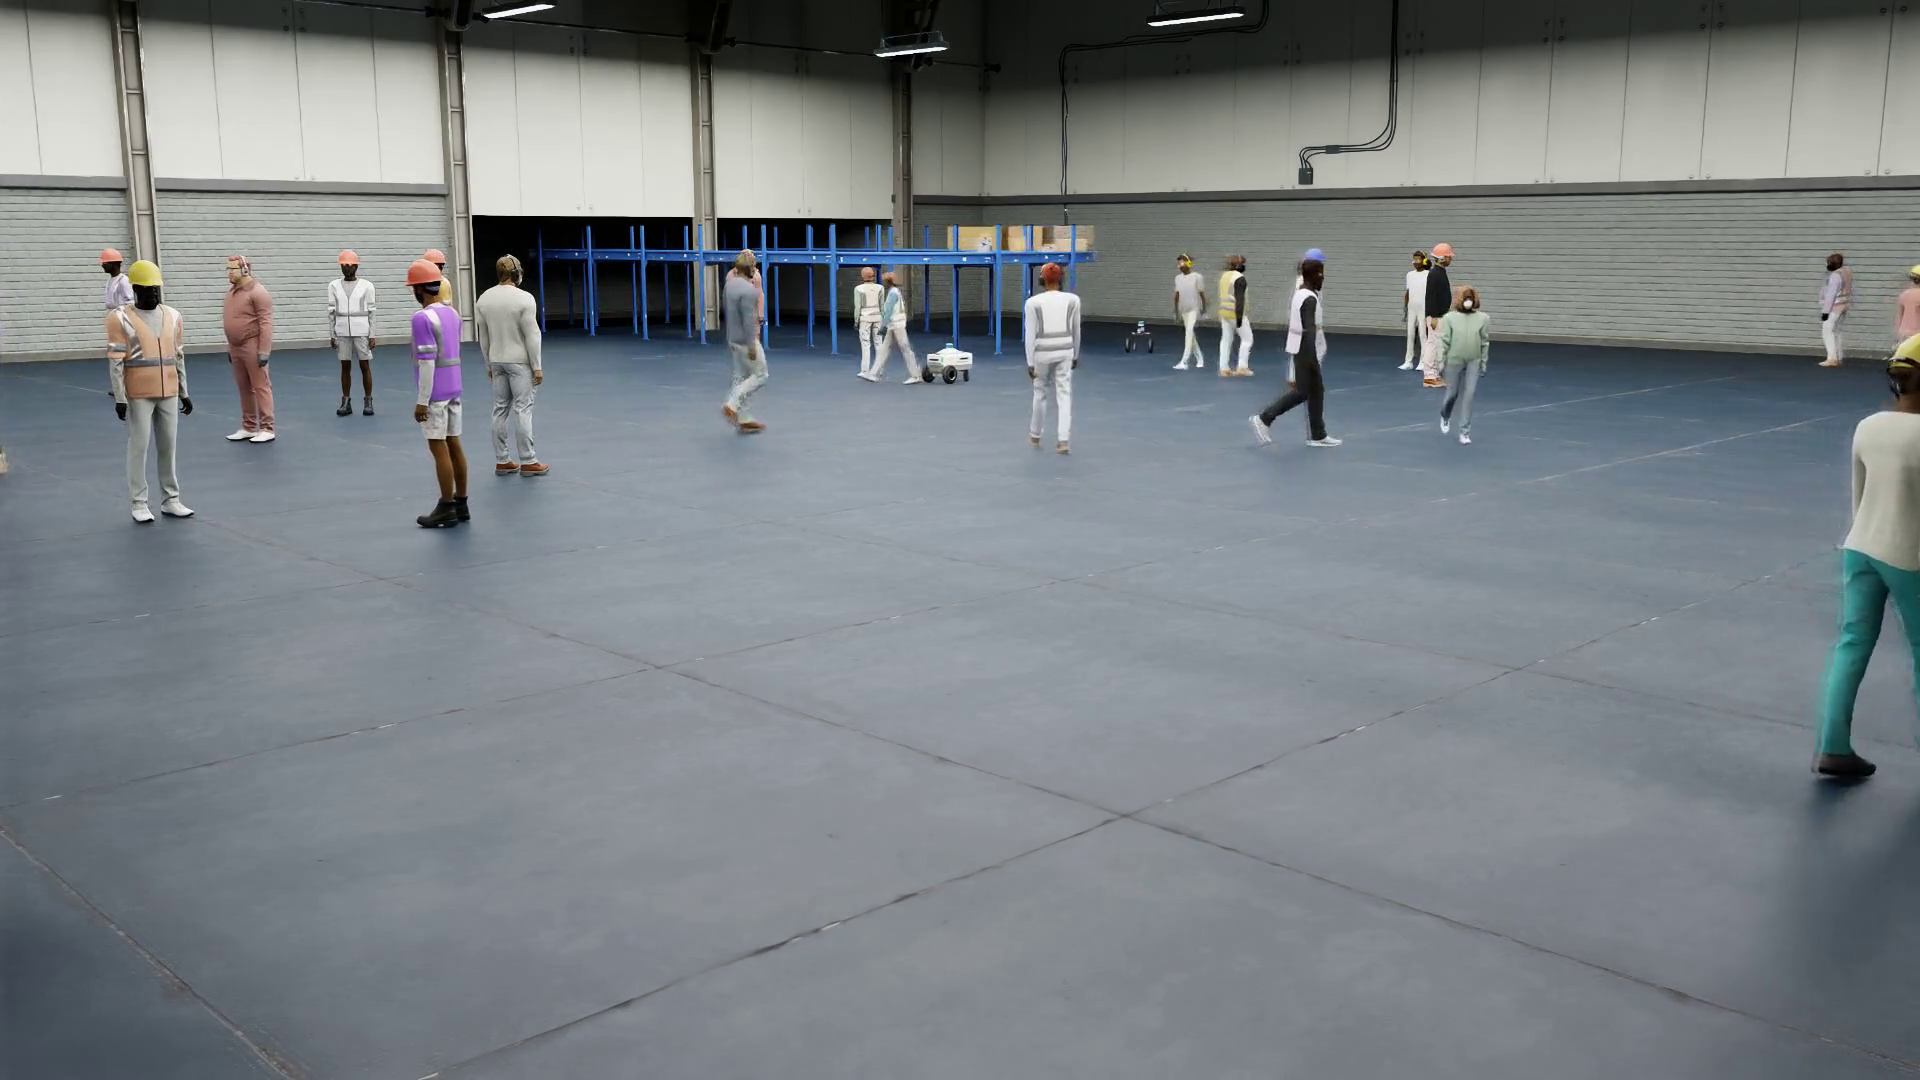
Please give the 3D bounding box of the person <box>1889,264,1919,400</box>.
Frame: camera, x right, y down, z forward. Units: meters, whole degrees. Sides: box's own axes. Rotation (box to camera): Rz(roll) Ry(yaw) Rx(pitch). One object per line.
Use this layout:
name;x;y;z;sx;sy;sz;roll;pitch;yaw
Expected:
person;11.882;-2.562;20.761;0.452;1.751;0.546;-2;11;-9

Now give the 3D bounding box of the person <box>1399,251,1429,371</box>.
person;7.206;-3.609;26.186;0.533;1.864;0.310;10;14;43

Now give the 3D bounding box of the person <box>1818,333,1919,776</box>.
person;3.708;0.070;6.441;0.725;1.736;0.551;-3;11;-13

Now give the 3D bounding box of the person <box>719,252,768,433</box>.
person;-2.312;-2.106;17.817;0.472;1.927;0.652;-5;11;-24

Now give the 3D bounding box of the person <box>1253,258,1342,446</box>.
person;3.419;-1.885;16.740;0.838;1.892;0.602;1;10;5

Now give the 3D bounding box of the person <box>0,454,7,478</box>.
person;-8.521;-1.443;14.072;0.698;1.974;0.898;3;11;18

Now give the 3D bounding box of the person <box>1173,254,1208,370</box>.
person;3.672;-3.627;26.466;0.539;1.824;0.960;9;14;41

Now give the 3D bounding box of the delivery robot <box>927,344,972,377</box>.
delivery robot;-0.144;-2.609;24.170;0.477;0.478;0.707;9;14;41

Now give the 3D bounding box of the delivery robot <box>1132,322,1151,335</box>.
delivery robot;3.301;-3.873;30.354;0.335;0.223;0.698;2;11;12

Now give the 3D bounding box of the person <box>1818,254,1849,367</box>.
person;14.215;-3.738;27.076;0.432;1.813;0.749;9;14;41

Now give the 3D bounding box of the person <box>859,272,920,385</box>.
person;-0.980;-3.001;23.621;0.890;1.580;0.522;-1;10;-8

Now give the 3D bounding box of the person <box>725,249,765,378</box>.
person;-3.153;-3.359;24.729;0.637;1.902;0.406;6;12;30

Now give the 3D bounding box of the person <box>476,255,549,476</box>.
person;-3.956;-1.541;14.713;0.631;1.940;0.372;5;11;24

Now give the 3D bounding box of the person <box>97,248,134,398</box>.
person;-10.992;-2.829;21.735;0.548;1.936;0.378;9;14;41

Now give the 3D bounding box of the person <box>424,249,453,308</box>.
person;-6.388;-2.581;20.381;0.359;1.939;0.542;-5;12;-27

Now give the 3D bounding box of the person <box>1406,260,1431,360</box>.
person;7.907;-3.932;28.440;0.566;1.699;0.458;5;12;27

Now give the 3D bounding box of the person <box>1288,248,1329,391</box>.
person;4.797;-2.988;22.623;0.662;1.922;0.610;-1;10;-6

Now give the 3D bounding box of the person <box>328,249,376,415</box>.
person;-7.186;-2.454;19.679;0.545;1.942;0.351;-1;10;-6

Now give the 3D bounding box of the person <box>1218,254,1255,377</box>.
person;4.184;-3.355;24.940;0.638;1.821;0.641;-3;11;-18

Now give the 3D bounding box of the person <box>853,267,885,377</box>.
person;-1.354;-3.258;24.895;0.512;1.638;0.312;-6;12;-31

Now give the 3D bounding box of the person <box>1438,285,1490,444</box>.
person;5.176;-1.825;17.158;0.502;1.612;0.603;1;10;5

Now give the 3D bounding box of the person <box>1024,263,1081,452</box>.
person;0.908;-1.804;16.407;0.580;1.848;0.852;-1;10;-6

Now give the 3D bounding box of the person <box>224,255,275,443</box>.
person;-7.325;-1.958;17.073;0.643;1.909;0.400;7;13;34

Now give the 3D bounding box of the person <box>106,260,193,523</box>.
person;-6.002;-1.108;12.379;0.384;1.924;0.593;7;12;32

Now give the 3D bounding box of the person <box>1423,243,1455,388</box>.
person;6.725;-3.159;23.379;0.386;1.993;0.614;5;12;27

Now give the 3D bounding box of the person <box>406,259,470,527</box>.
person;-3.843;-1.072;12.165;0.376;1.934;0.548;2;11;10
